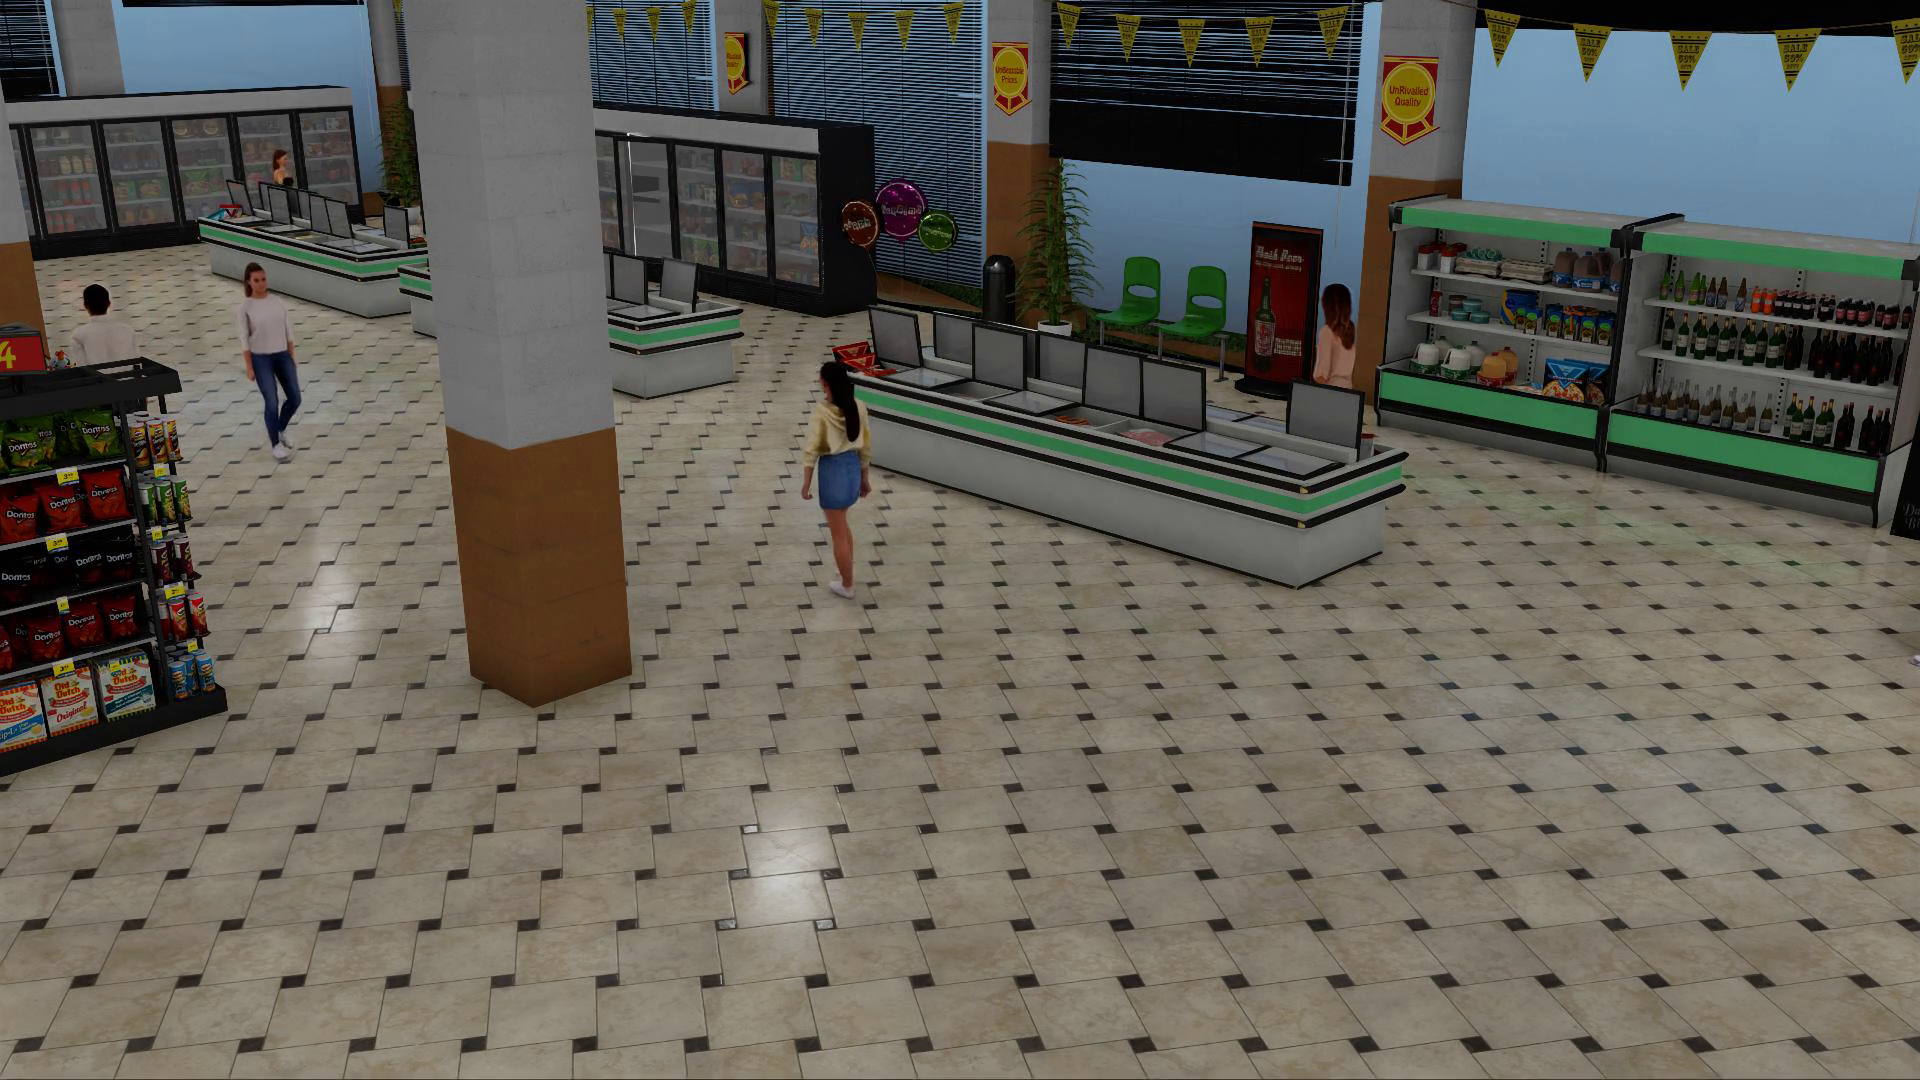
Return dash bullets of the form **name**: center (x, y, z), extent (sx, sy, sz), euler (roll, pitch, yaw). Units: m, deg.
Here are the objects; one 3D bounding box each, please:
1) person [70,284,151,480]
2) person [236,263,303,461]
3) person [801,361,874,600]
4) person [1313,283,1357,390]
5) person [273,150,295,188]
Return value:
- **person**: center (-6.569, -1.081, 12.914), extent (0.650, 1.811, 0.533), euler (-17, 25, -40)
- **person**: center (-6.038, -1.555, 14.478), extent (0.630, 1.709, 0.611), euler (17, 25, 42)
- **person**: center (-0.768, -0.377, 11.126), extent (0.635, 1.619, 0.593), euler (-17, 25, -41)
- **person**: center (2.932, -1.122, 13.065), extent (0.583, 1.792, 0.517), euler (-17, 25, -40)
- **person**: center (-10.213, -5.022, 24.963), extent (1.063, 1.579, 1.102), euler (-5, 19, -14)
